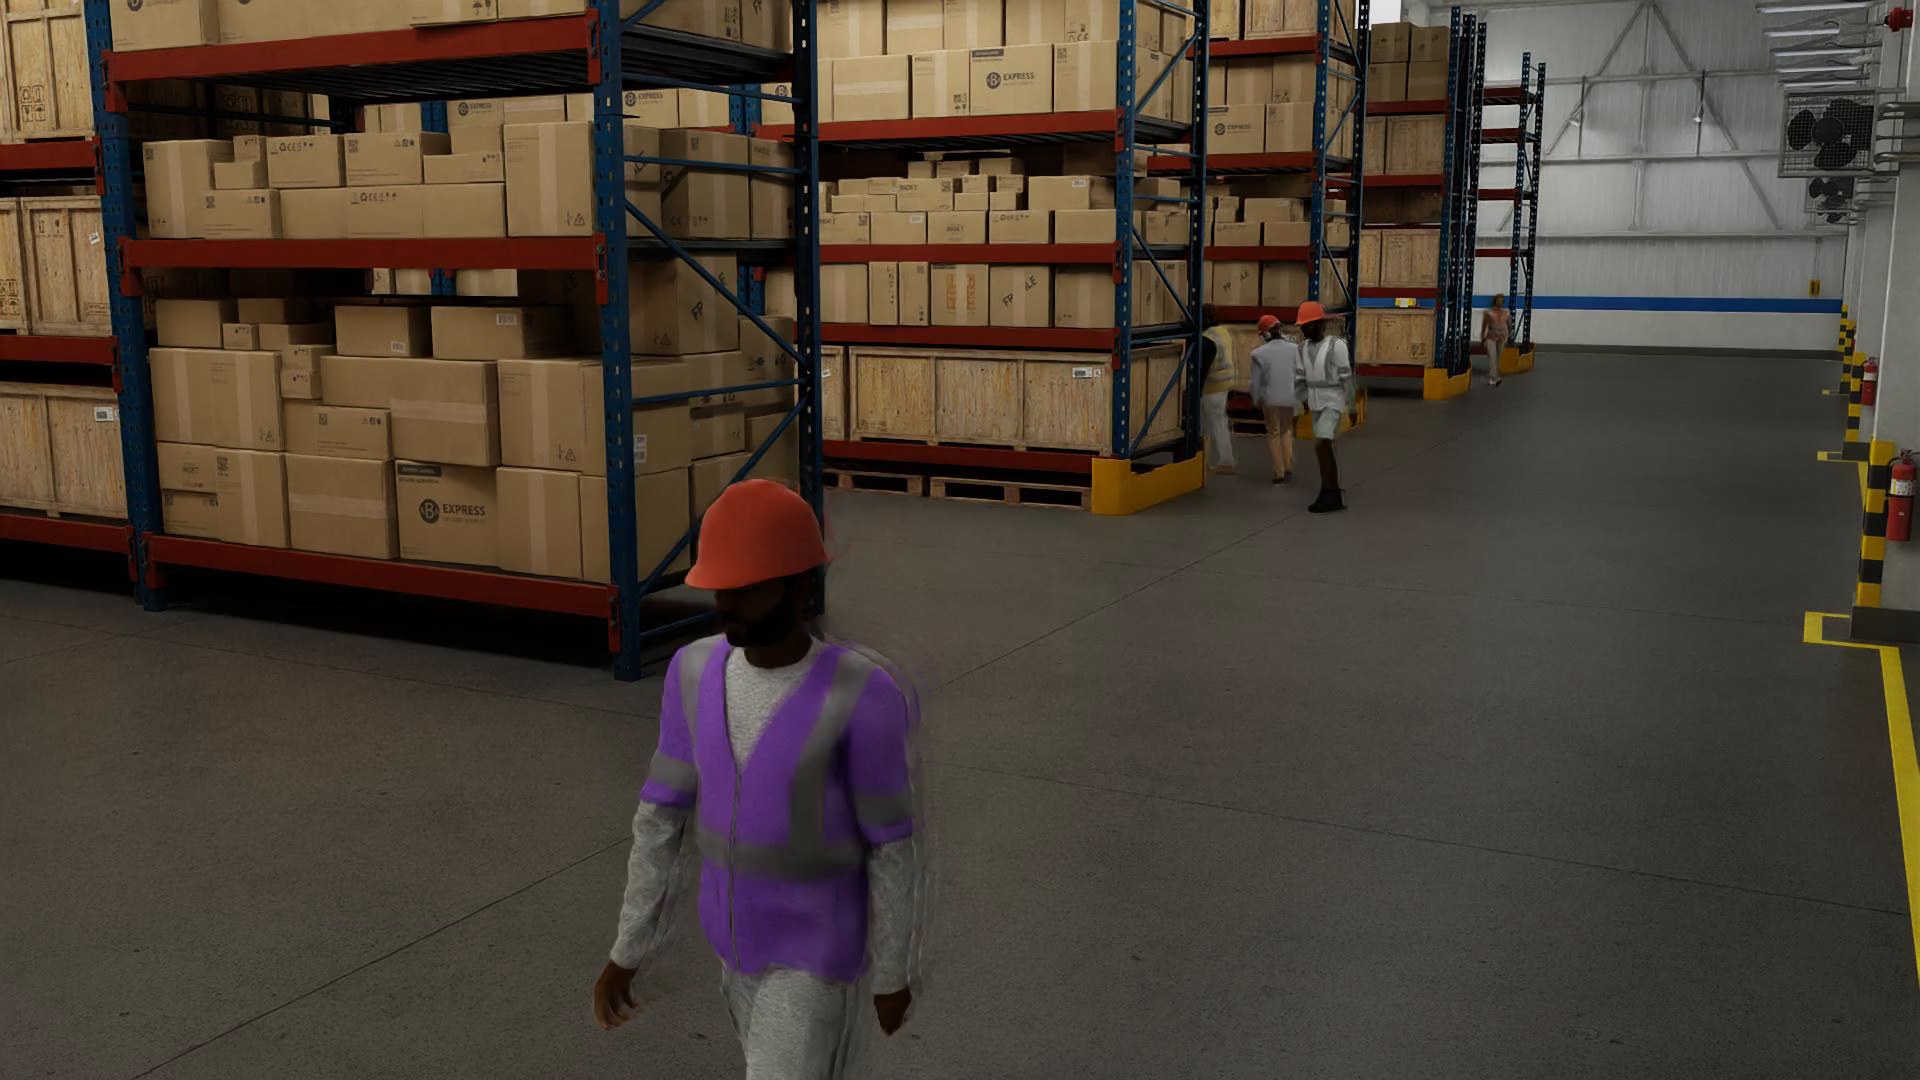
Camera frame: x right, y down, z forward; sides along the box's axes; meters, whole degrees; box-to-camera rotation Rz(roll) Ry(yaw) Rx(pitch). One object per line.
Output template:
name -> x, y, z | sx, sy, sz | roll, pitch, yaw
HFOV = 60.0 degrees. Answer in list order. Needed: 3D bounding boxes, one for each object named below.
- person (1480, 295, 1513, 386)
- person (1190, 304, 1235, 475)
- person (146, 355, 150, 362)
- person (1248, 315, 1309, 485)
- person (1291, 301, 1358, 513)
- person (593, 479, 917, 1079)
person -> 9.416, -3.481, 29.080 | 0.541, 1.591, 0.831 | -1, 10, -5
person -> 2.584, -1.583, 17.541 | 0.763, 1.799, 0.697 | 5, 11, 25
person -> -8.574, -1.624, 17.681 | 0.601, 1.830, 0.404 | 4, 11, 24
person -> 3.203, -1.420, 16.857 | 0.610, 1.707, 0.579 | -1, 10, -6
person -> 3.218, -1.182, 14.924 | 0.706, 1.893, 0.567 | -6, 12, -32
person -> -0.429, 0.827, 3.314 | 0.550, 1.886, 0.977 | 7, 12, 35
